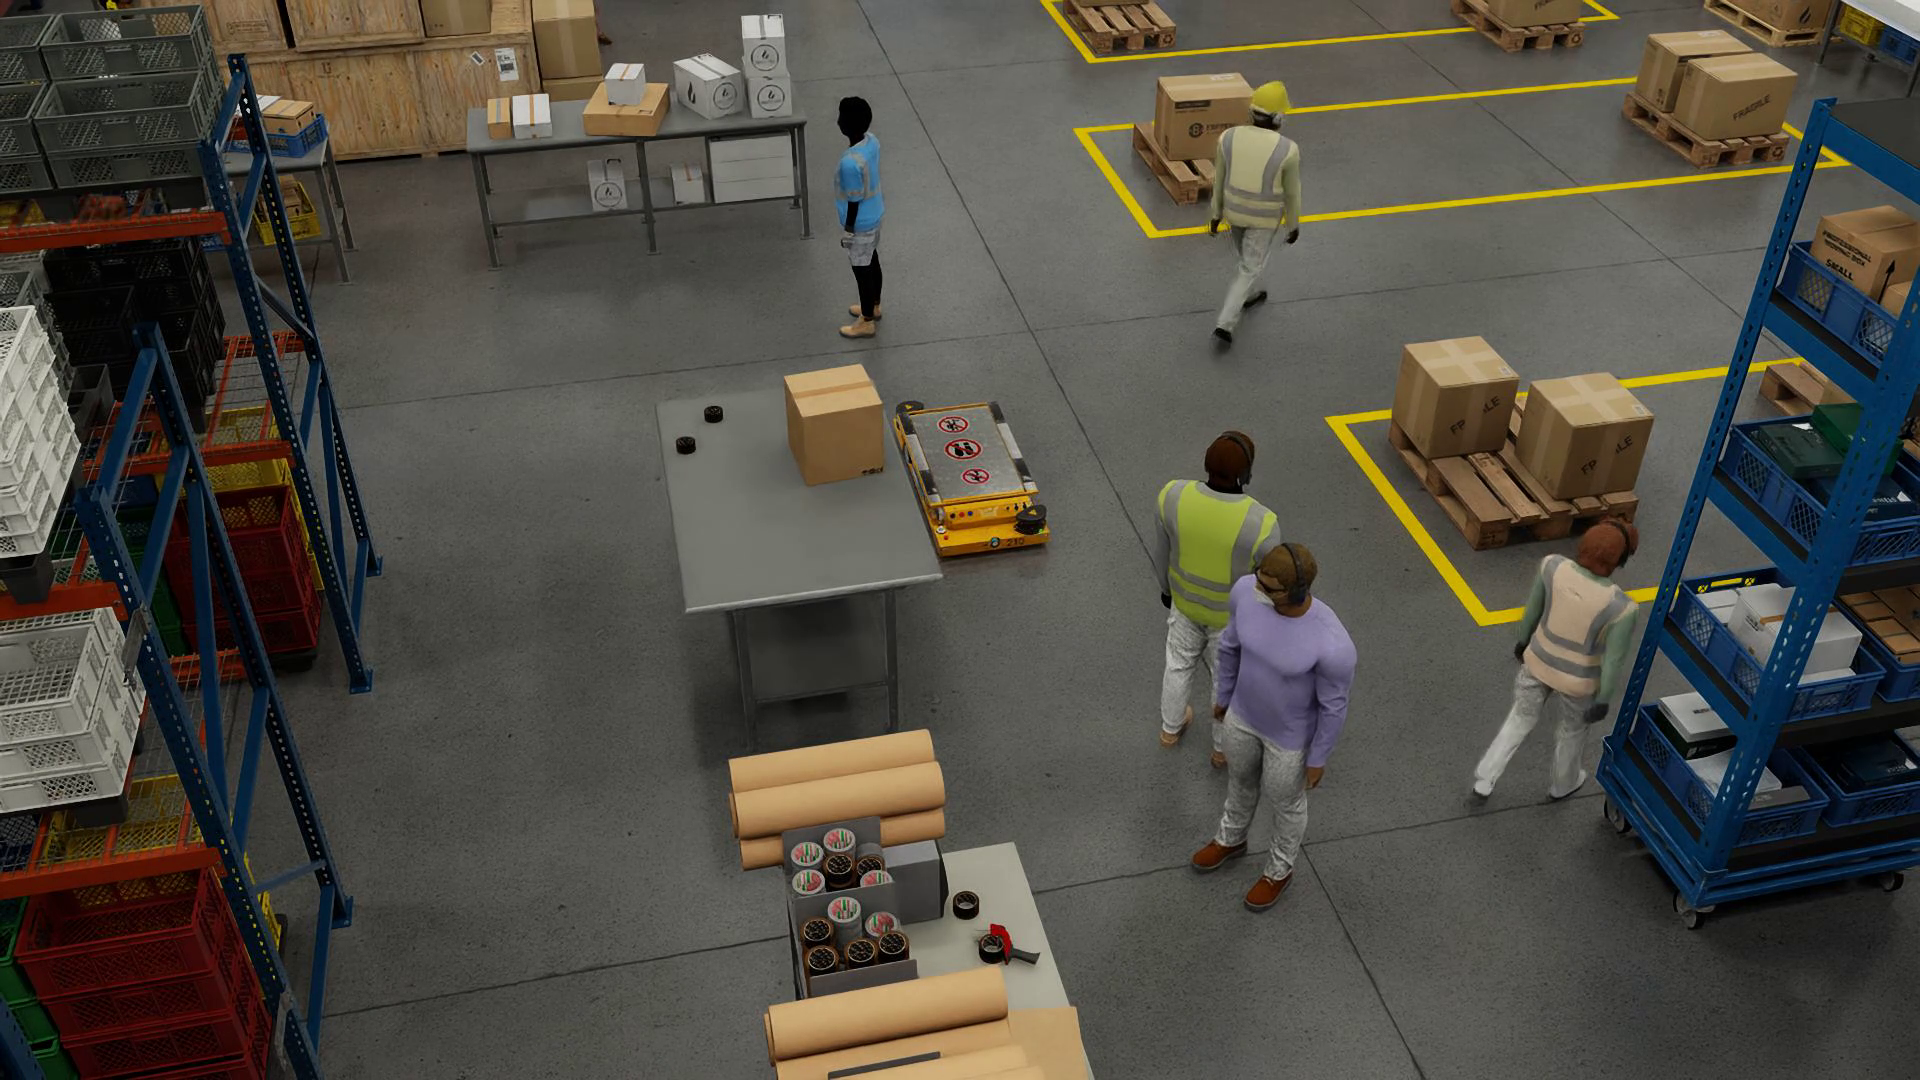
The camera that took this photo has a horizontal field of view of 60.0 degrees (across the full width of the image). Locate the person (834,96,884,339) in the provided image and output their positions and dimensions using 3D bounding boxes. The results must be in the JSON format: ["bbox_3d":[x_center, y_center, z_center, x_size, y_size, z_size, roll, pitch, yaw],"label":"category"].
[{"bbox_3d":[-0.684,-2.185,11.280,0.318,1.697,0.535,7,37,9],"label":"person"}]

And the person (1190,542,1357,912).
[{"bbox_3d":[1.332,0.787,7.090,0.369,1.935,0.630,-27,44,-31],"label":"person"}]

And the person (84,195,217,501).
[{"bbox_3d":[-4.867,-1.155,9.769,0.603,1.839,0.866,24,43,29],"label":"person"}]

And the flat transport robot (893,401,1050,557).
[{"bbox_3d":[0.046,-0.430,10.108,0.652,0.197,1.431,-8,37,-10],"label":"flat transport robot"}]

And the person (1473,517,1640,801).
[{"bbox_3d":[2.764,0.594,7.608,0.586,1.615,0.552,-27,44,-31],"label":"person"}]

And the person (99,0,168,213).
[{"bbox_3d":[-6.211,-3.310,12.657,0.336,1.863,0.521,-25,44,-30],"label":"person"}]

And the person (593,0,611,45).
[{"bbox_3d":[-3.646,-5.558,15.646,0.403,1.904,0.653,29,46,33],"label":"person"}]

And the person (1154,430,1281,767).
[{"bbox_3d":[1.206,0.284,7.844,0.627,1.843,0.429,21,41,25],"label":"person"}]

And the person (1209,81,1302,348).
[{"bbox_3d":[1.973,-2.201,11.233,0.609,1.788,0.926,25,43,30],"label":"person"}]
